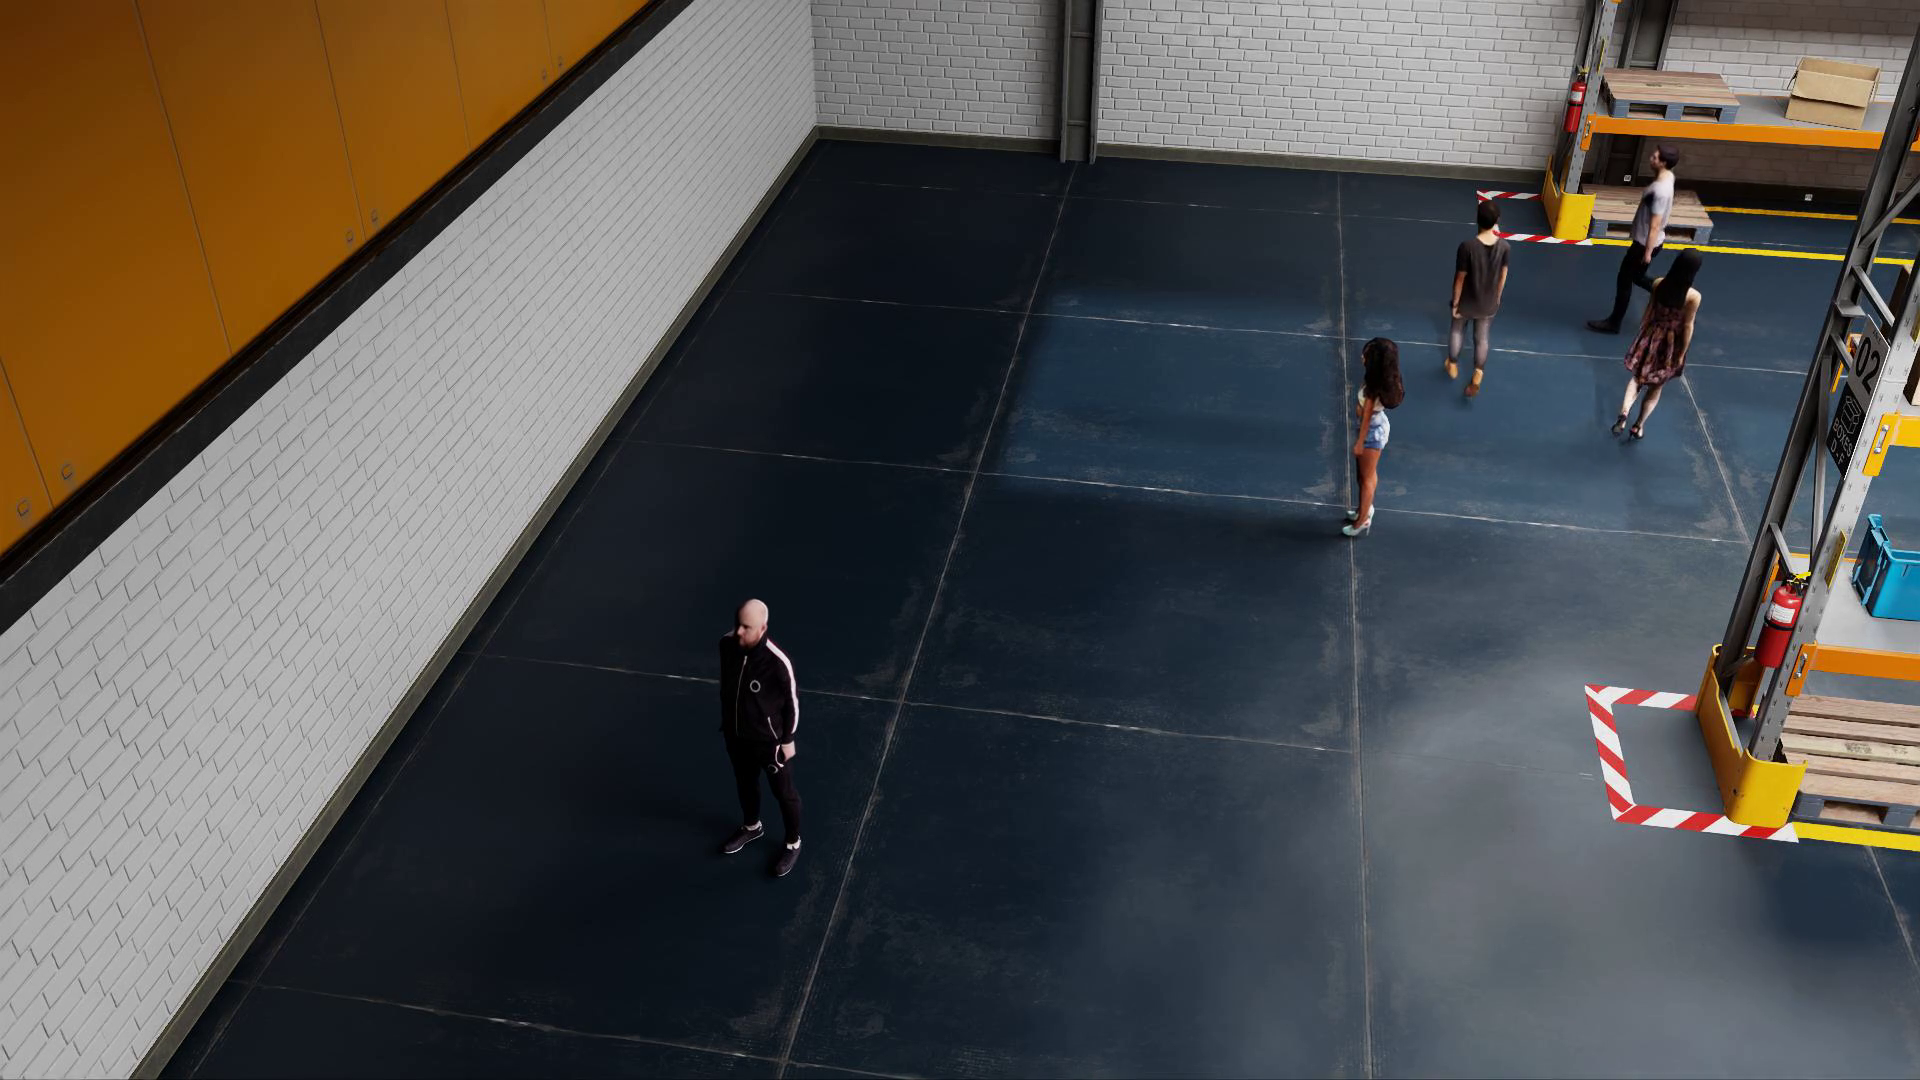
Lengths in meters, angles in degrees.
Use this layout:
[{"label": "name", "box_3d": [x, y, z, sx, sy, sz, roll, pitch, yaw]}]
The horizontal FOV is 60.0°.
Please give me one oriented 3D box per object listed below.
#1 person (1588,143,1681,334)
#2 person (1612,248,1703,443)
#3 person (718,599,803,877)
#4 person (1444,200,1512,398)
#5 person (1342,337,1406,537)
[{"label": "person", "box_3d": [6.336, -2.688, 15.127, 1.144, 1.844, 0.892, 16, 37, 22]}, {"label": "person", "box_3d": [5.611, -1.501, 13.420, 0.925, 1.757, 0.950, 28, 43, 35]}, {"label": "person", "box_3d": [-1.131, 1.090, 9.450, 0.648, 1.837, 0.804, 18, 38, 25]}, {"label": "person", "box_3d": [4.459, -2.049, 14.305, 0.969, 1.690, 0.713, 4, 34, 5]}, {"label": "person", "box_3d": [3.071, -0.774, 12.448, 0.598, 1.621, 0.583, 10, 35, 15]}]
